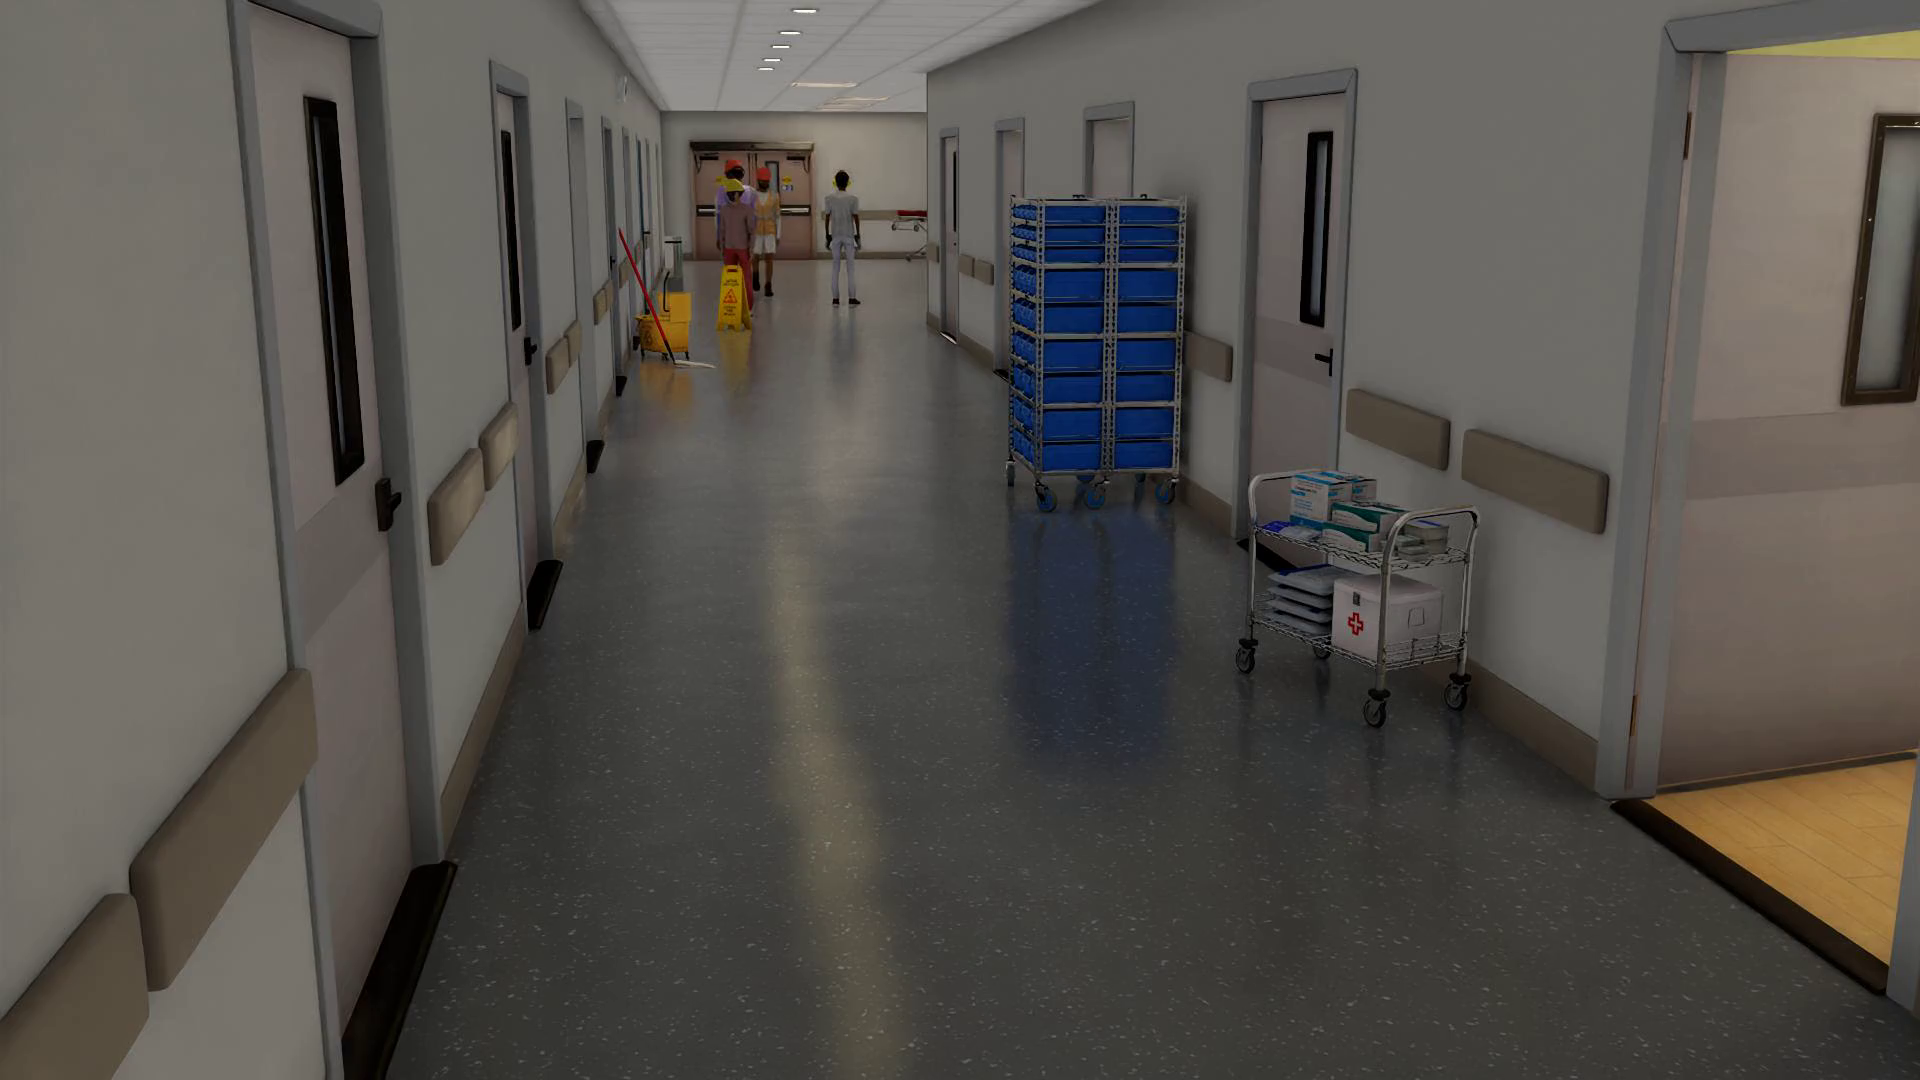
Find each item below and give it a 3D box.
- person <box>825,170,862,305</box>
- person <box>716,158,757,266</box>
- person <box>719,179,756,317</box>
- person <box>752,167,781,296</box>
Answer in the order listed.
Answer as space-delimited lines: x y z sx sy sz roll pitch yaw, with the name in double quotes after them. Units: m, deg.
-1.637 -4.231 23.312 0.532 1.876 0.321 2 13 8 "person"
-3.047 -4.148 22.601 0.617 2.030 0.403 -11 17 -41 "person"
-2.867 -3.744 21.389 0.526 1.768 0.331 6 14 25 "person"
-2.964 -4.622 24.946 0.566 1.918 0.569 -3 13 -13 "person"
